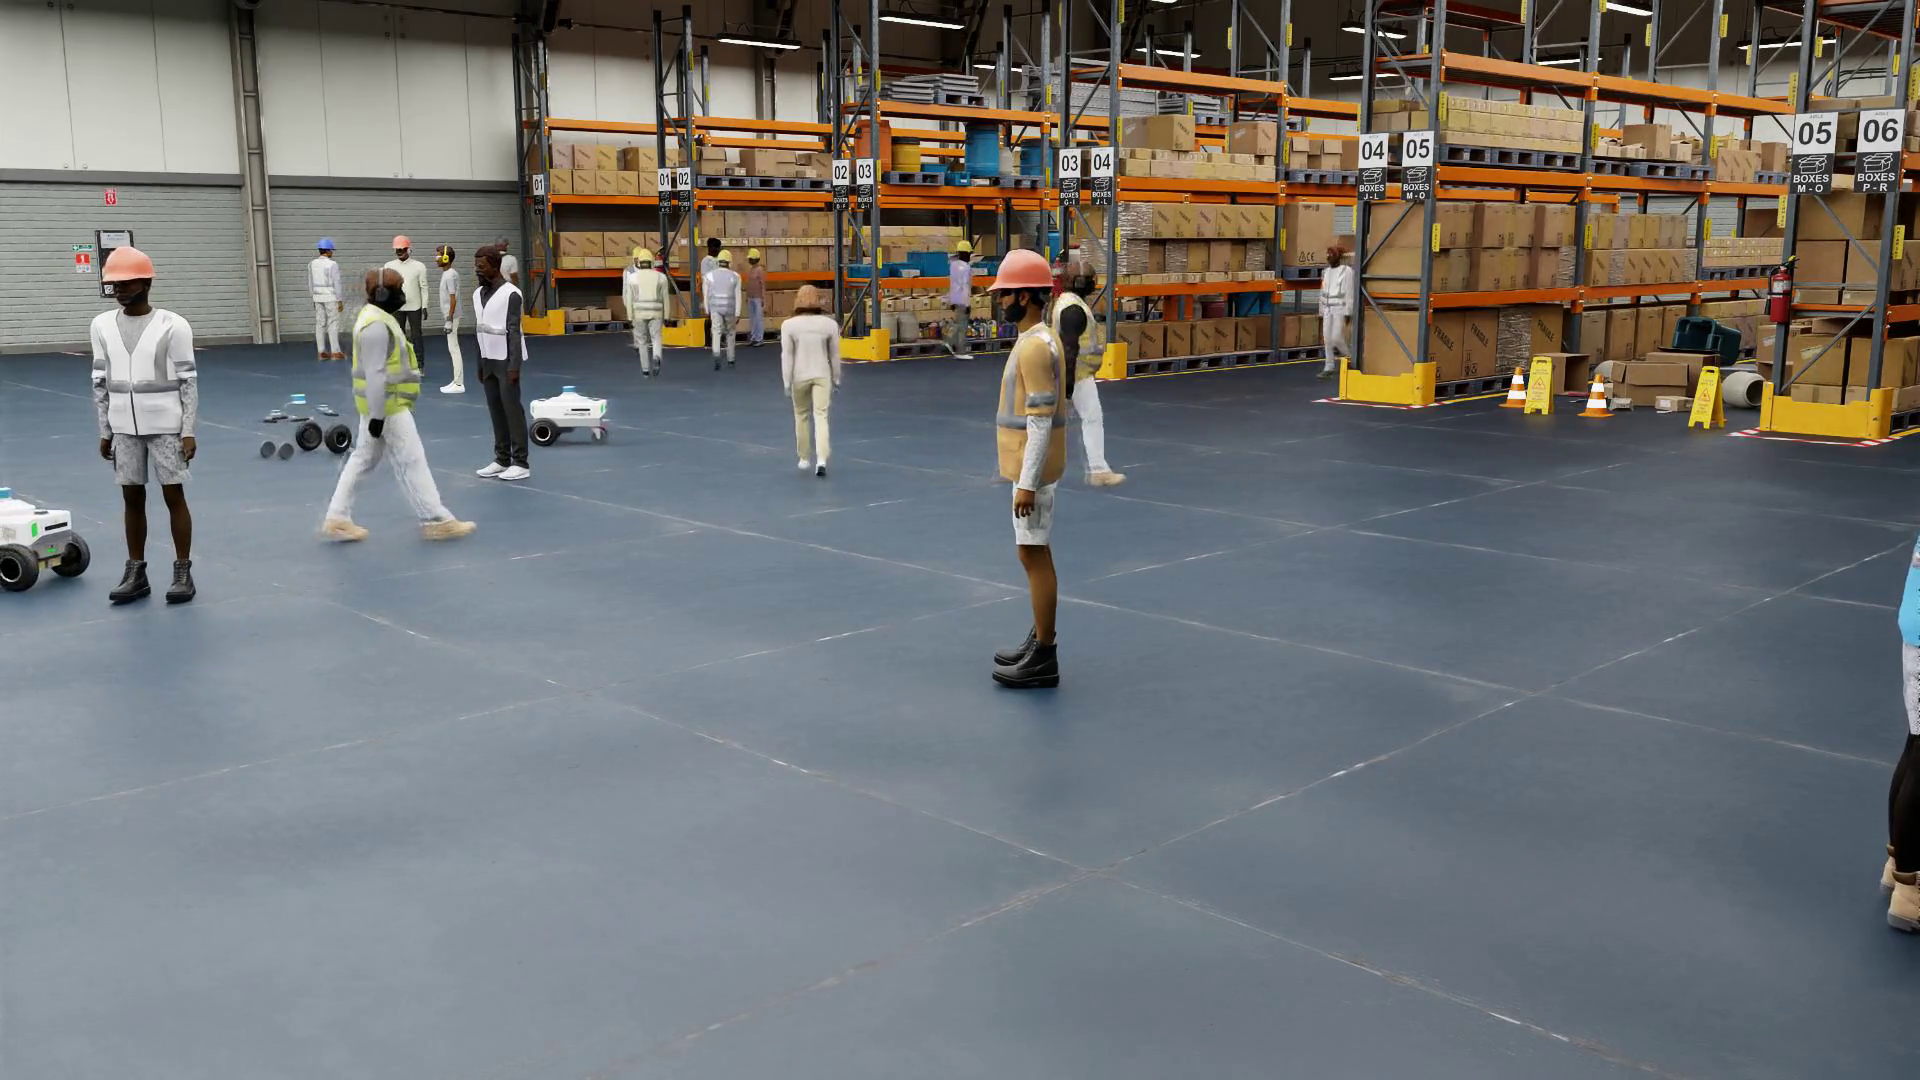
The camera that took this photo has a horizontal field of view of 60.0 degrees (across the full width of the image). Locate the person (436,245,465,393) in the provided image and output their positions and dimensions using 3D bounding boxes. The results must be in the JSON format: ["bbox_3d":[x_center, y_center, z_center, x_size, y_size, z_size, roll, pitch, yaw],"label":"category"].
[{"bbox_3d":[-6.542,-2.824,21.295,0.329,1.872,0.509,-3,11,-16],"label":"person"}]

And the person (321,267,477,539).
[{"bbox_3d":[-3.780,-0.886,10.954,0.976,1.800,0.635,-4,11,-20],"label":"person"}]

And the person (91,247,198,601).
[{"bbox_3d":[-4.458,-0.624,9.109,0.547,1.938,0.377,0,10,-2],"label":"person"}]

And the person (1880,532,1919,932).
[{"bbox_3d":[2.894,0.287,4.811,0.323,1.690,0.537,6,12,29],"label":"person"}]

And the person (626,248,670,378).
[{"bbox_3d":[-4.374,-3.169,23.312,0.609,1.816,0.605,-3,11,-14],"label":"person"}]

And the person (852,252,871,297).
[{"bbox_3d":[-2.203,-5.439,36.062,0.552,1.666,0.702,9,13,39],"label":"person"}]

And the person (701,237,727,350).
[{"bbox_3d":[-4.355,-4.343,29.333,0.368,1.960,0.602,-6,12,-31],"label":"person"}]

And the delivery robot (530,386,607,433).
[{"bbox_3d":[-3.797,-1.252,16.170,0.707,0.478,0.477,-1,10,-7],"label":"delivery robot"}]

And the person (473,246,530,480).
[{"bbox_3d":[-3.812,-1.472,13.815,0.590,1.913,0.379,9,13,39],"label":"person"}]

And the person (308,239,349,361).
[{"bbox_3d":[-10.178,-3.866,26.769,0.615,1.943,0.403,4,11,23],"label":"person"}]

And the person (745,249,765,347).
[{"bbox_3d":[-3.710,-4.378,30.124,0.635,1.739,0.450,10,14,44],"label":"person"}]

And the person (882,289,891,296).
[{"bbox_3d":[-1.713,-5.827,38.309,0.274,1.634,0.507,-4,11,-22],"label":"person"}]

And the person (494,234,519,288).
[{"bbox_3d":[-8.184,-4.461,29.871,0.691,2.000,0.539,3,11,15],"label":"person"}]

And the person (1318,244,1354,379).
[{"bbox_3d":[5.285,-3.200,23.336,0.481,1.871,0.595,-7,12,-32],"label":"person"}]

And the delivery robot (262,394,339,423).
[{"bbox_3d":[-6.075,-1.224,15.308,0.335,0.223,0.698,6,12,31],"label":"delivery robot"}]

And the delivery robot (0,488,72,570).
[{"bbox_3d":[-5.564,-0.062,9.679,0.707,0.478,0.477,2,11,11],"label":"delivery robot"}]

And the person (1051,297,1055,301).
[{"bbox_3d":[2.122,-4.937,33.236,0.900,1.735,0.528,-8,13,-38],"label":"person"}]

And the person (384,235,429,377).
[{"bbox_3d":[-7.855,-3.309,23.594,0.612,1.994,0.395,0,10,-2],"label":"person"}]

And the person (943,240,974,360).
[{"bbox_3d":[0.033,-3.862,26.812,0.431,1.916,0.607,-6,12,-28],"label":"person"}]

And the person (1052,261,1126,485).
[{"bbox_3d":[0.856,-1.351,13.464,0.910,1.808,0.625,0,10,-1],"label":"person"}]

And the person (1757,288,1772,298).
[{"bbox_3d":[15.909,-4.896,32.470,0.662,1.919,0.455,6,12,31],"label":"person"}]

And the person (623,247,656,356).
[{"bbox_3d":[-5.302,-3.975,27.788,0.590,1.787,0.873,-4,11,-21],"label":"person"}]

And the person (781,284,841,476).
[{"bbox_3d":[-1.251,-1.353,14.029,0.505,1.597,0.849,-2,11,-10],"label":"person"}]

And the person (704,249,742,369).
[{"bbox_3d":[-3.586,-3.488,25.125,0.581,1.796,0.862,-1,10,-4],"label":"person"}]

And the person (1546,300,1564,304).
[{"bbox_3d":[11.014,-4.654,30.803,0.374,2.044,0.606,-2,11,-11],"label":"person"}]

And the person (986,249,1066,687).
[{"bbox_3d":[0.292,-0.321,7.459,0.367,1.935,0.552,1,10,5],"label":"person"}]
